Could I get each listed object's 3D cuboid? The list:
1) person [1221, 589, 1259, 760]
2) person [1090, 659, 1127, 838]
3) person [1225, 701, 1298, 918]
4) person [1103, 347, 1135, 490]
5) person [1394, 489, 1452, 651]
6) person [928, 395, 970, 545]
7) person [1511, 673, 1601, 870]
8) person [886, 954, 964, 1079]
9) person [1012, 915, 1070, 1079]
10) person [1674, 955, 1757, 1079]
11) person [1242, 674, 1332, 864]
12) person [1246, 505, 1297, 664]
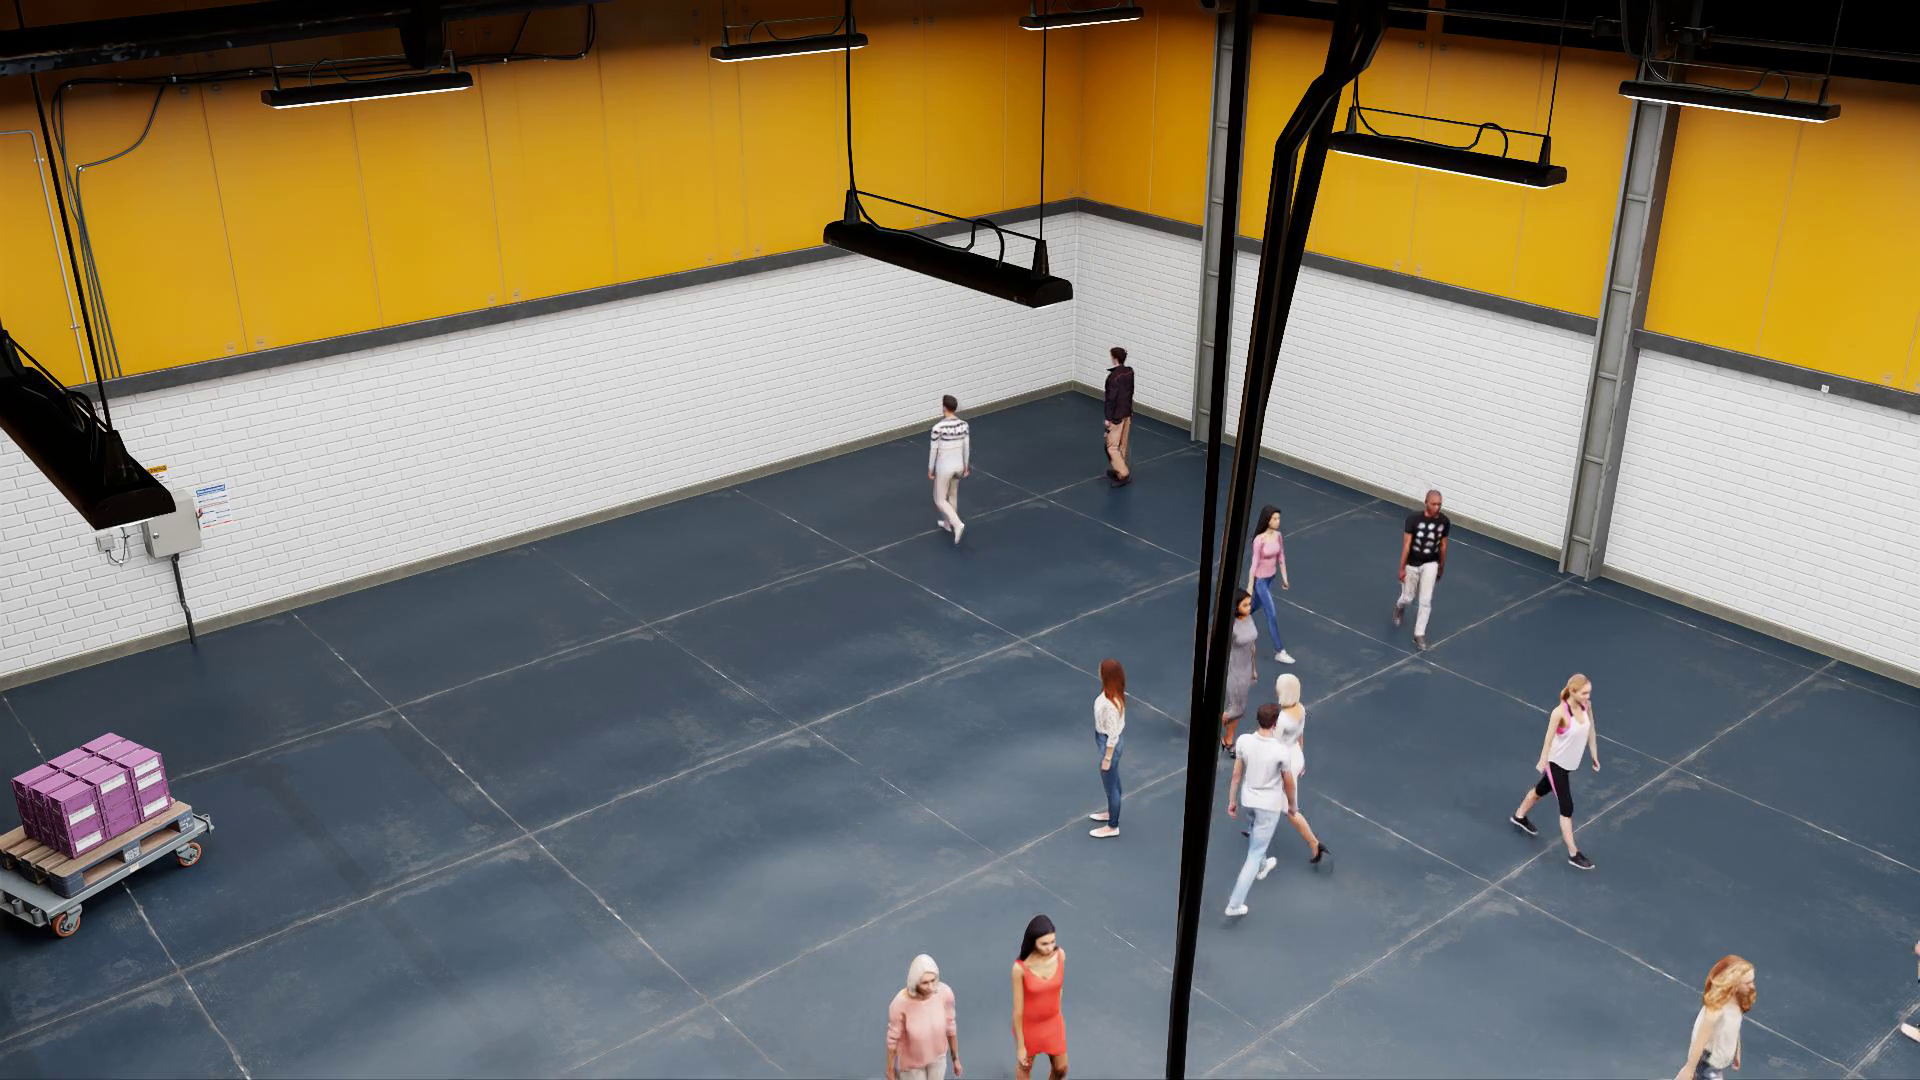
[{"bbox_3d":[2.557,1.257,15.832,0.599,1.772,0.666,-21,31,-39],"label":"person"},{"bbox_3d":[1.331,1.809,14.624,0.697,1.728,0.648,3,24,7],"label":"person"},{"bbox_3d":[2.416,2.229,13.567,1.211,1.805,0.858,19,30,36],"label":"person"},{"bbox_3d":[2.129,-1.668,22.323,0.810,1.931,0.874,-20,30,-37],"label":"person"},{"bbox_3d":[4.996,0.262,18.091,1.009,1.785,1.080,1,24,3],"label":"person"},{"bbox_3d":[-0.106,-0.864,20.606,0.716,1.833,0.996,-16,28,-32],"label":"person"},{"bbox_3d":[5.130,1.904,14.408,0.713,1.726,1.200,-14,27,-30],"label":"person"},{"bbox_3d":[-0.281,3.386,11.039,0.670,1.710,0.640,-13,27,-28],"label":"person"},{"bbox_3d":[0.485,3.249,11.357,0.675,1.705,0.716,-11,26,-24],"label":"person"},{"bbox_3d":[4.814,3.425,10.948,1.187,1.710,0.721,18,29,36],"label":"person"},{"bbox_3d":[2.856,1.990,14.227,1.139,1.715,0.737,16,29,33],"label":"person"},{"bbox_3d":[3.195,0.425,17.831,0.631,1.695,1.150,-21,31,-39],"label":"person"}]
